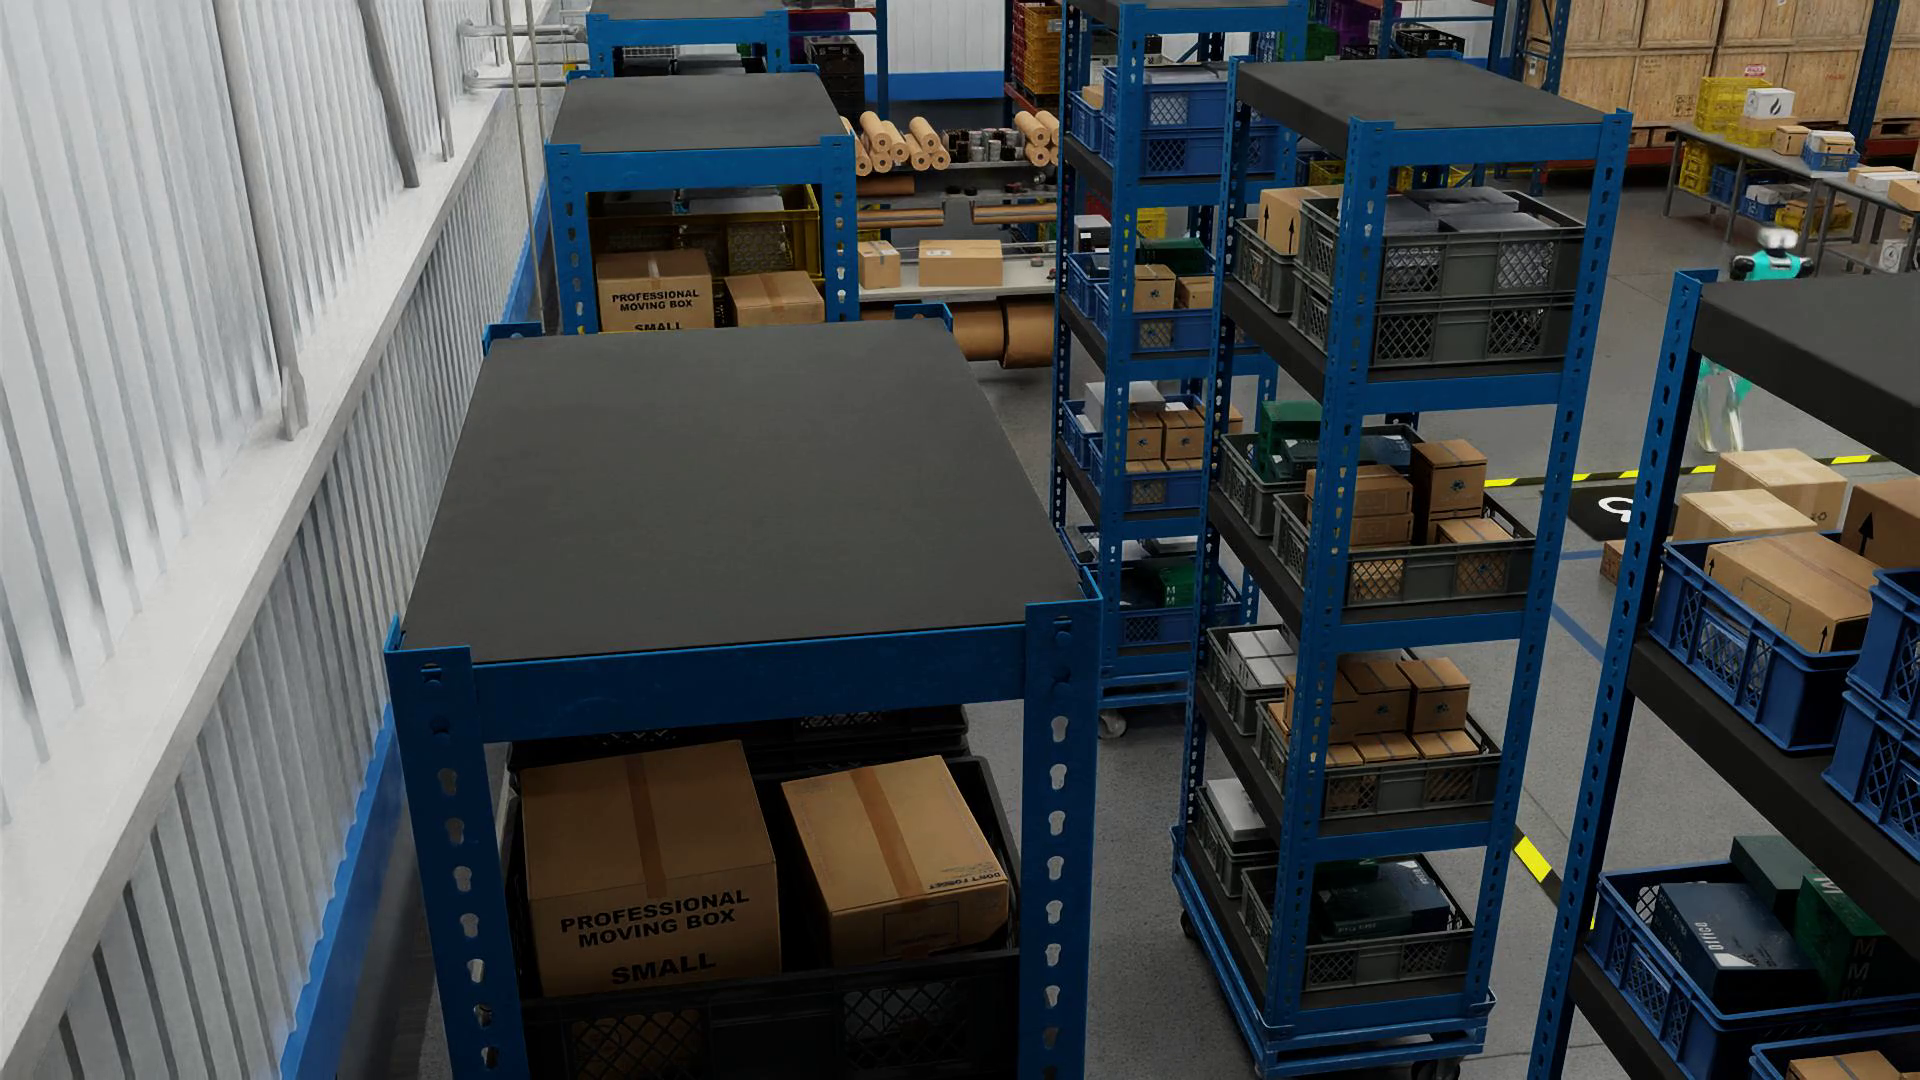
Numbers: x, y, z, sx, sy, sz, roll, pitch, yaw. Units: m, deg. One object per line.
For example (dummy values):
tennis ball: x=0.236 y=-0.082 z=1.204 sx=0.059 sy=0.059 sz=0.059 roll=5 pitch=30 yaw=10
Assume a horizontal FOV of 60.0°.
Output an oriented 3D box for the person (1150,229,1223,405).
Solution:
person: x=1.470 y=-1.109 z=10.817 sx=0.595 sy=1.849 sz=0.389 roll=-1 pitch=25 yaw=-3

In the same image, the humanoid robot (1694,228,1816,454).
humanoid robot: x=5.347 y=-1.320 z=11.426 sx=0.541 sy=1.771 sz=0.886 roll=1 pitch=25 yaw=1
